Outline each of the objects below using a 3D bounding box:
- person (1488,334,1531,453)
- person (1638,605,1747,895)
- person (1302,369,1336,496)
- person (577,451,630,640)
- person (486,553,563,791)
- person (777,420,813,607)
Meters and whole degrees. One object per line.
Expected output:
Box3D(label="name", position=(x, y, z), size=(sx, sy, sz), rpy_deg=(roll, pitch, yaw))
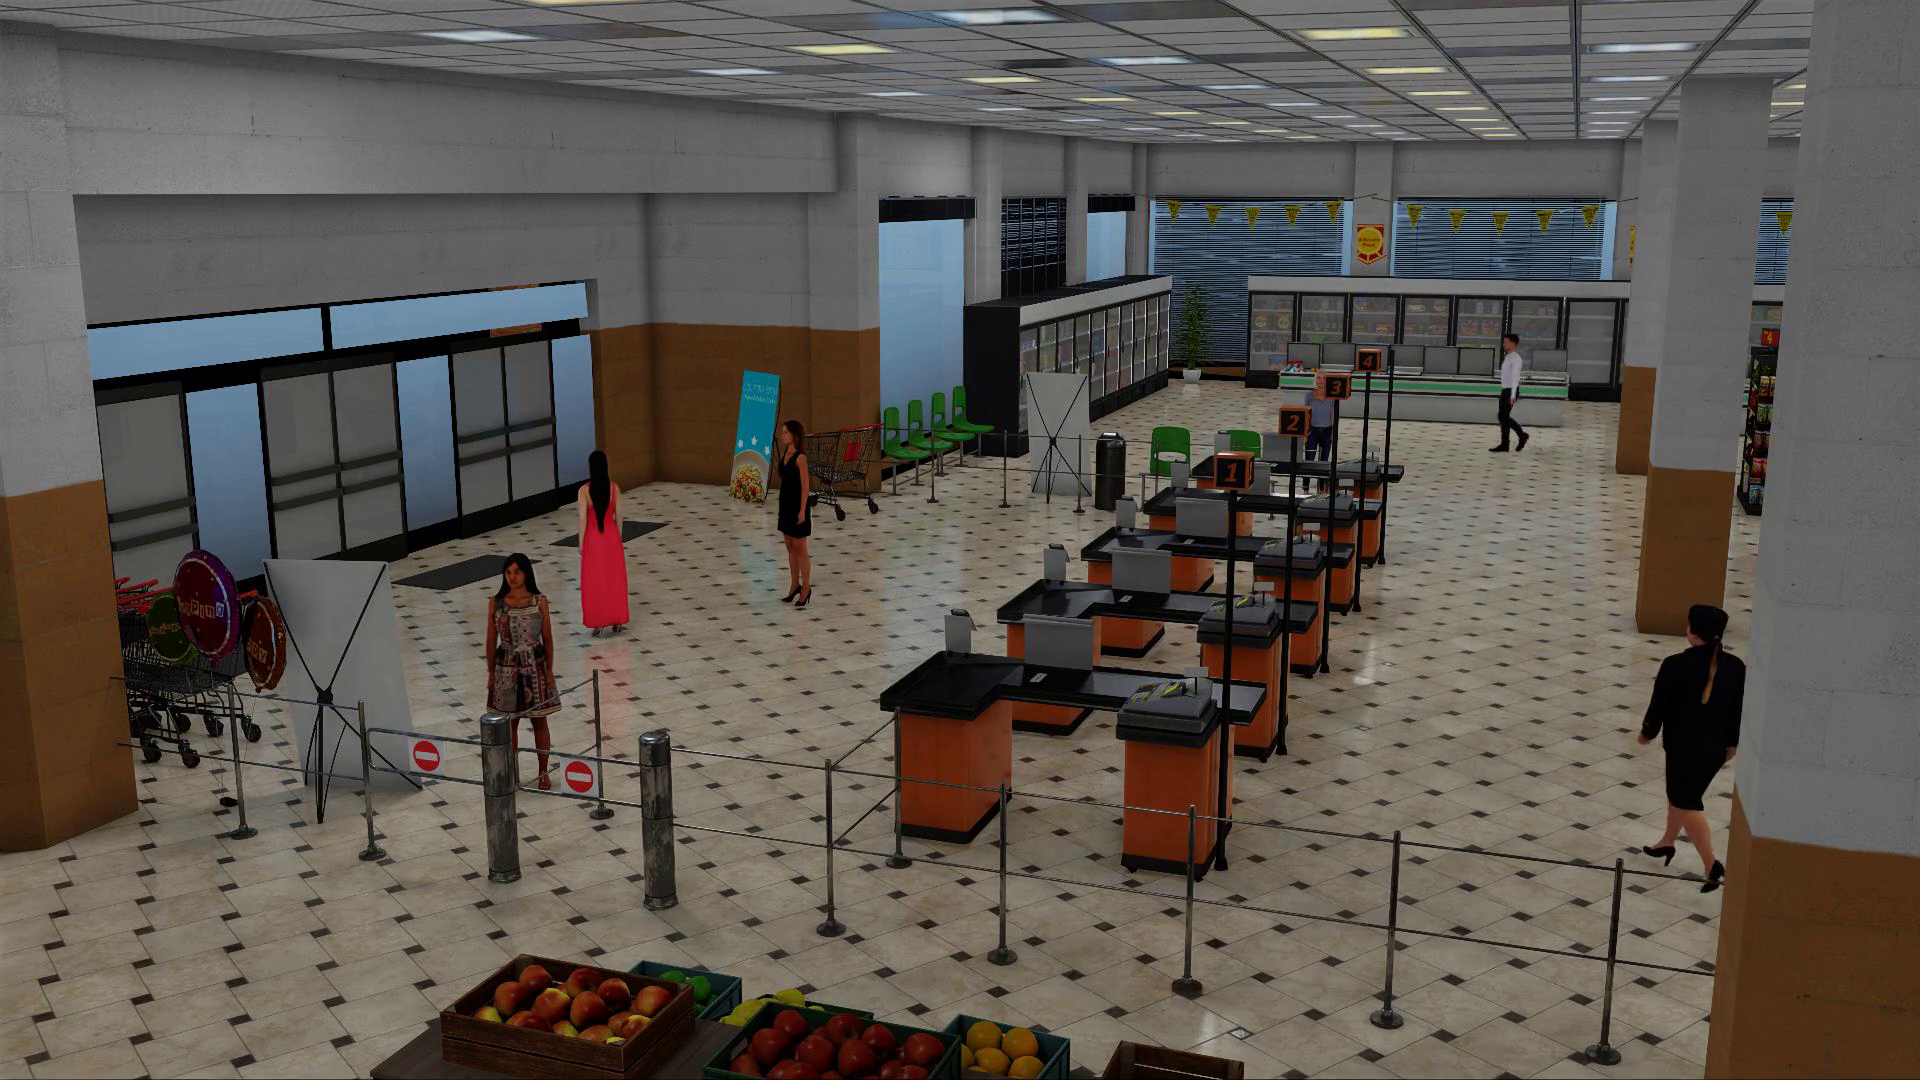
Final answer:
Box3D(label="person", position=(8.610, -2.262, 25.791), size=(0.924, 1.853, 0.777), rpy_deg=(0, 12, 2))
Box3D(label="person", position=(4.293, 1.242, 9.661), size=(1.129, 1.642, 1.102), rpy_deg=(-3, 12, -14))
Box3D(label="person", position=(4.753, -1.409, 22.056), size=(0.569, 1.722, 0.714), rpy_deg=(0, 12, -1))
Box3D(label="person", position=(-3.275, 0.035, 15.192), size=(0.716, 1.726, 0.750), rpy_deg=(-8, 14, -33))
Box3D(label="person", position=(-2.980, 0.890, 11.325), size=(0.641, 1.645, 0.784), rpy_deg=(-2, 12, -7))
Box3D(label="person", position=(-1.625, -0.263, 16.343), size=(0.729, 1.834, 0.631), rpy_deg=(-9, 15, -36))
